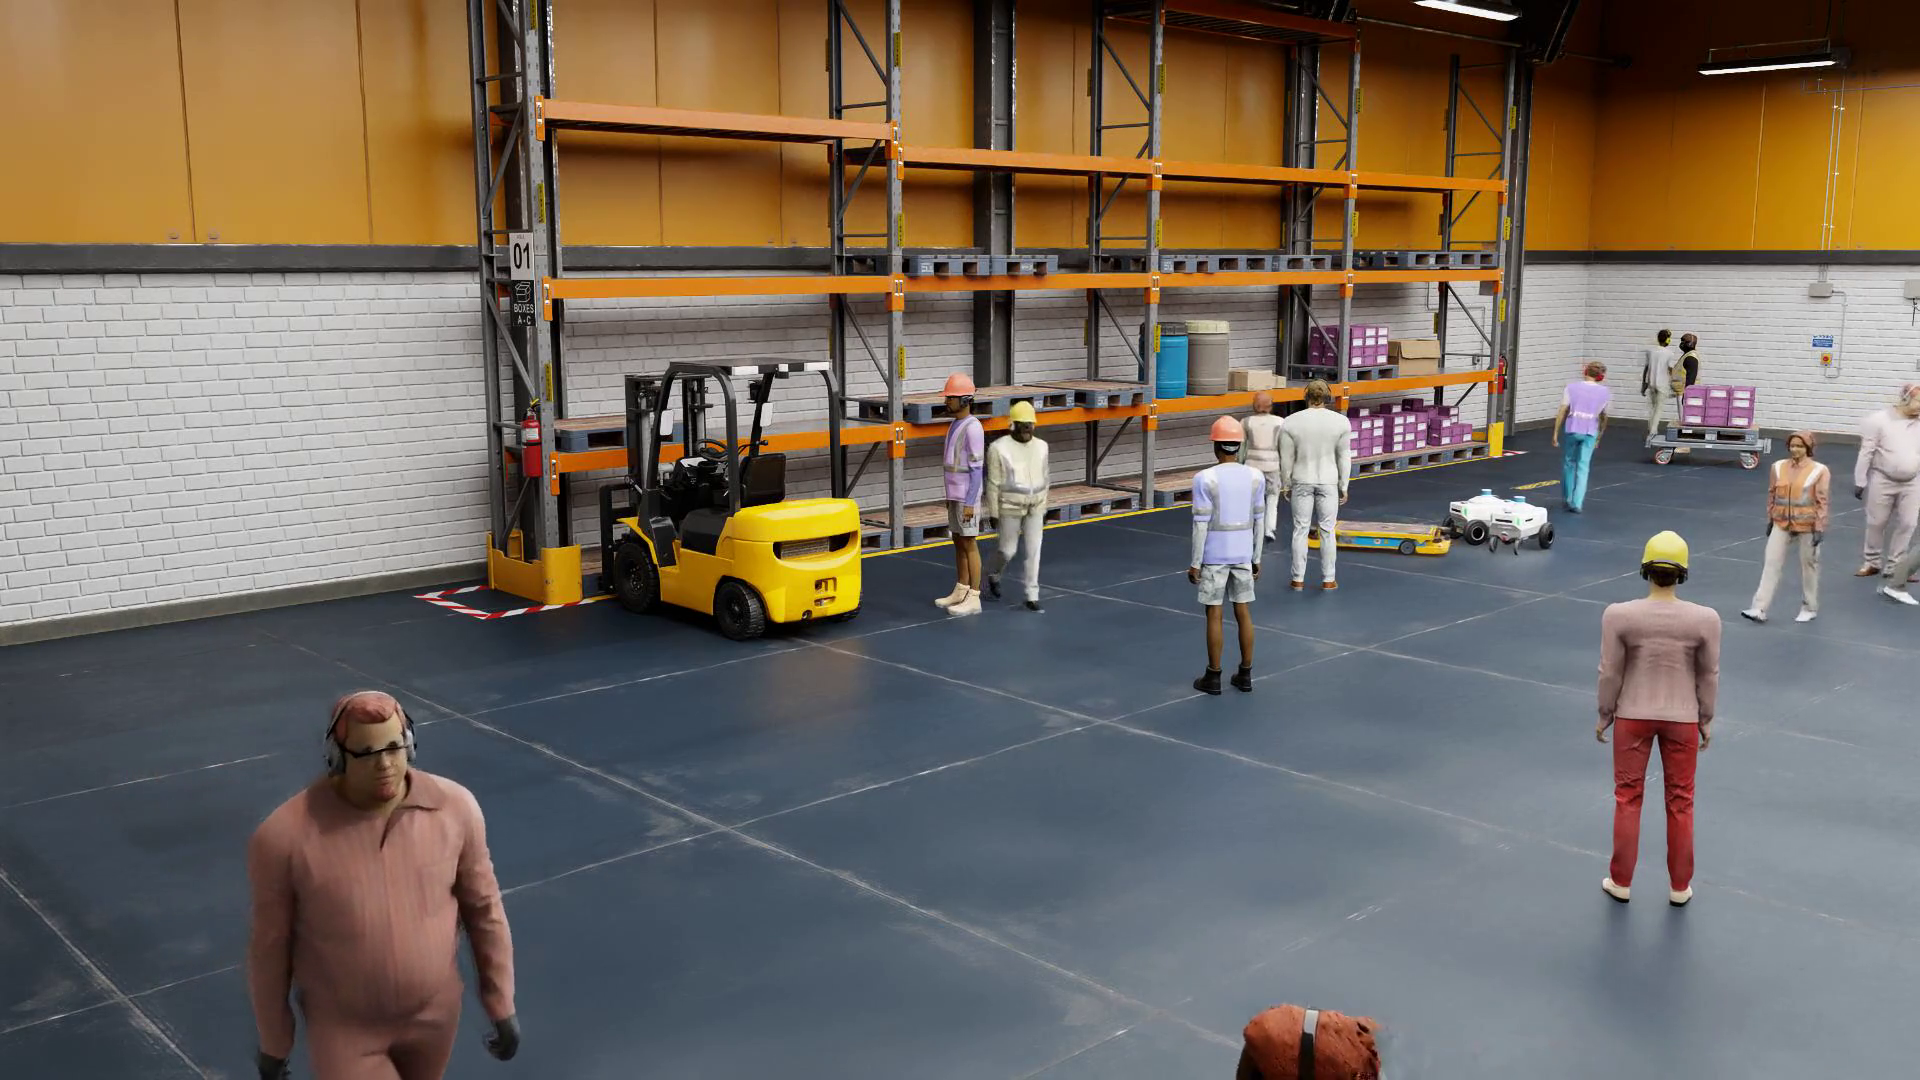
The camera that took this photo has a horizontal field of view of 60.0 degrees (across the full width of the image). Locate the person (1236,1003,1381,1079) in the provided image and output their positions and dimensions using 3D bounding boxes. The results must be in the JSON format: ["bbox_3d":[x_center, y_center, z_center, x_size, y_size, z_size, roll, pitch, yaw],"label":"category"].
[{"bbox_3d":[0.636,1.657,2.755,0.926,1.852,0.585,2,10,14],"label":"person"}]

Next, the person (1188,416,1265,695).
[{"bbox_3d":[1.835,0.106,11.561,0.550,1.935,0.375,-3,10,-17],"label":"person"}]

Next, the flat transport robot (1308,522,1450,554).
[{"bbox_3d":[4.339,-0.038,17.277,1.431,0.197,0.652,3,10,18],"label":"flat transport robot"}]

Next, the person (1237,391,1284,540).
[{"bbox_3d":[3.185,-0.757,17.547,0.528,1.620,0.510,2,10,12],"label":"person"}]

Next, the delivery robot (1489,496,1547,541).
[{"bbox_3d":[5.767,-0.209,17.171,0.477,0.478,0.707,9,13,42],"label":"delivery robot"}]

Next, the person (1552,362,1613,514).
[{"bbox_3d":[7.410,-1.230,19.828,0.645,1.786,0.811,3,10,18],"label":"person"}]

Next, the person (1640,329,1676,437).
[{"bbox_3d":[11.421,-2.508,27.125,0.575,1.847,0.552,-7,12,-35],"label":"person"}]

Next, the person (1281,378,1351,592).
[{"bbox_3d":[3.210,-0.490,15.048,0.631,1.940,0.372,2,10,13],"label":"person"}]

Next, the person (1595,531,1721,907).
[{"bbox_3d":[3.251,0.836,7.788,0.525,1.769,0.327,3,10,17],"label":"person"}]

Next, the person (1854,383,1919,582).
[{"bbox_3d":[8.722,-0.539,15.562,0.676,1.875,0.550,1,10,6],"label":"person"}]

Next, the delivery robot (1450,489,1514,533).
[{"bbox_3d":[5.591,-0.298,17.695,0.707,0.478,0.477,-2,10,-15],"label":"delivery robot"}]

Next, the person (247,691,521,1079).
[{"bbox_3d":[-1.560,1.330,4.618,0.674,1.851,0.980,-8,12,-38],"label":"person"}]

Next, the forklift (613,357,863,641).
[{"bbox_3d":[-1.847,-0.414,13.852,1.214,2.155,2.313,-9,13,-42],"label":"forklift"}]

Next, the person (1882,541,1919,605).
[{"bbox_3d":[8.669,-0.335,14.439,1.115,1.852,0.604,4,11,24],"label":"person"}]

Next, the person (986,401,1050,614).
[{"bbox_3d":[0.488,-0.301,14.314,0.593,1.811,0.727,-4,11,-24],"label":"person"}]

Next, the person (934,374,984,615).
[{"bbox_3d":[0.002,-0.385,14.130,0.374,2.044,0.605,-3,10,-18],"label":"person"}]

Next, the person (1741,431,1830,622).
[{"bbox_3d":[6.834,-0.089,13.690,0.768,1.602,0.540,-7,12,-36],"label":"person"}]

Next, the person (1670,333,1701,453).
[{"bbox_3d":[11.221,-2.274,25.763,0.429,1.845,0.633,3,10,19],"label":"person"}]
